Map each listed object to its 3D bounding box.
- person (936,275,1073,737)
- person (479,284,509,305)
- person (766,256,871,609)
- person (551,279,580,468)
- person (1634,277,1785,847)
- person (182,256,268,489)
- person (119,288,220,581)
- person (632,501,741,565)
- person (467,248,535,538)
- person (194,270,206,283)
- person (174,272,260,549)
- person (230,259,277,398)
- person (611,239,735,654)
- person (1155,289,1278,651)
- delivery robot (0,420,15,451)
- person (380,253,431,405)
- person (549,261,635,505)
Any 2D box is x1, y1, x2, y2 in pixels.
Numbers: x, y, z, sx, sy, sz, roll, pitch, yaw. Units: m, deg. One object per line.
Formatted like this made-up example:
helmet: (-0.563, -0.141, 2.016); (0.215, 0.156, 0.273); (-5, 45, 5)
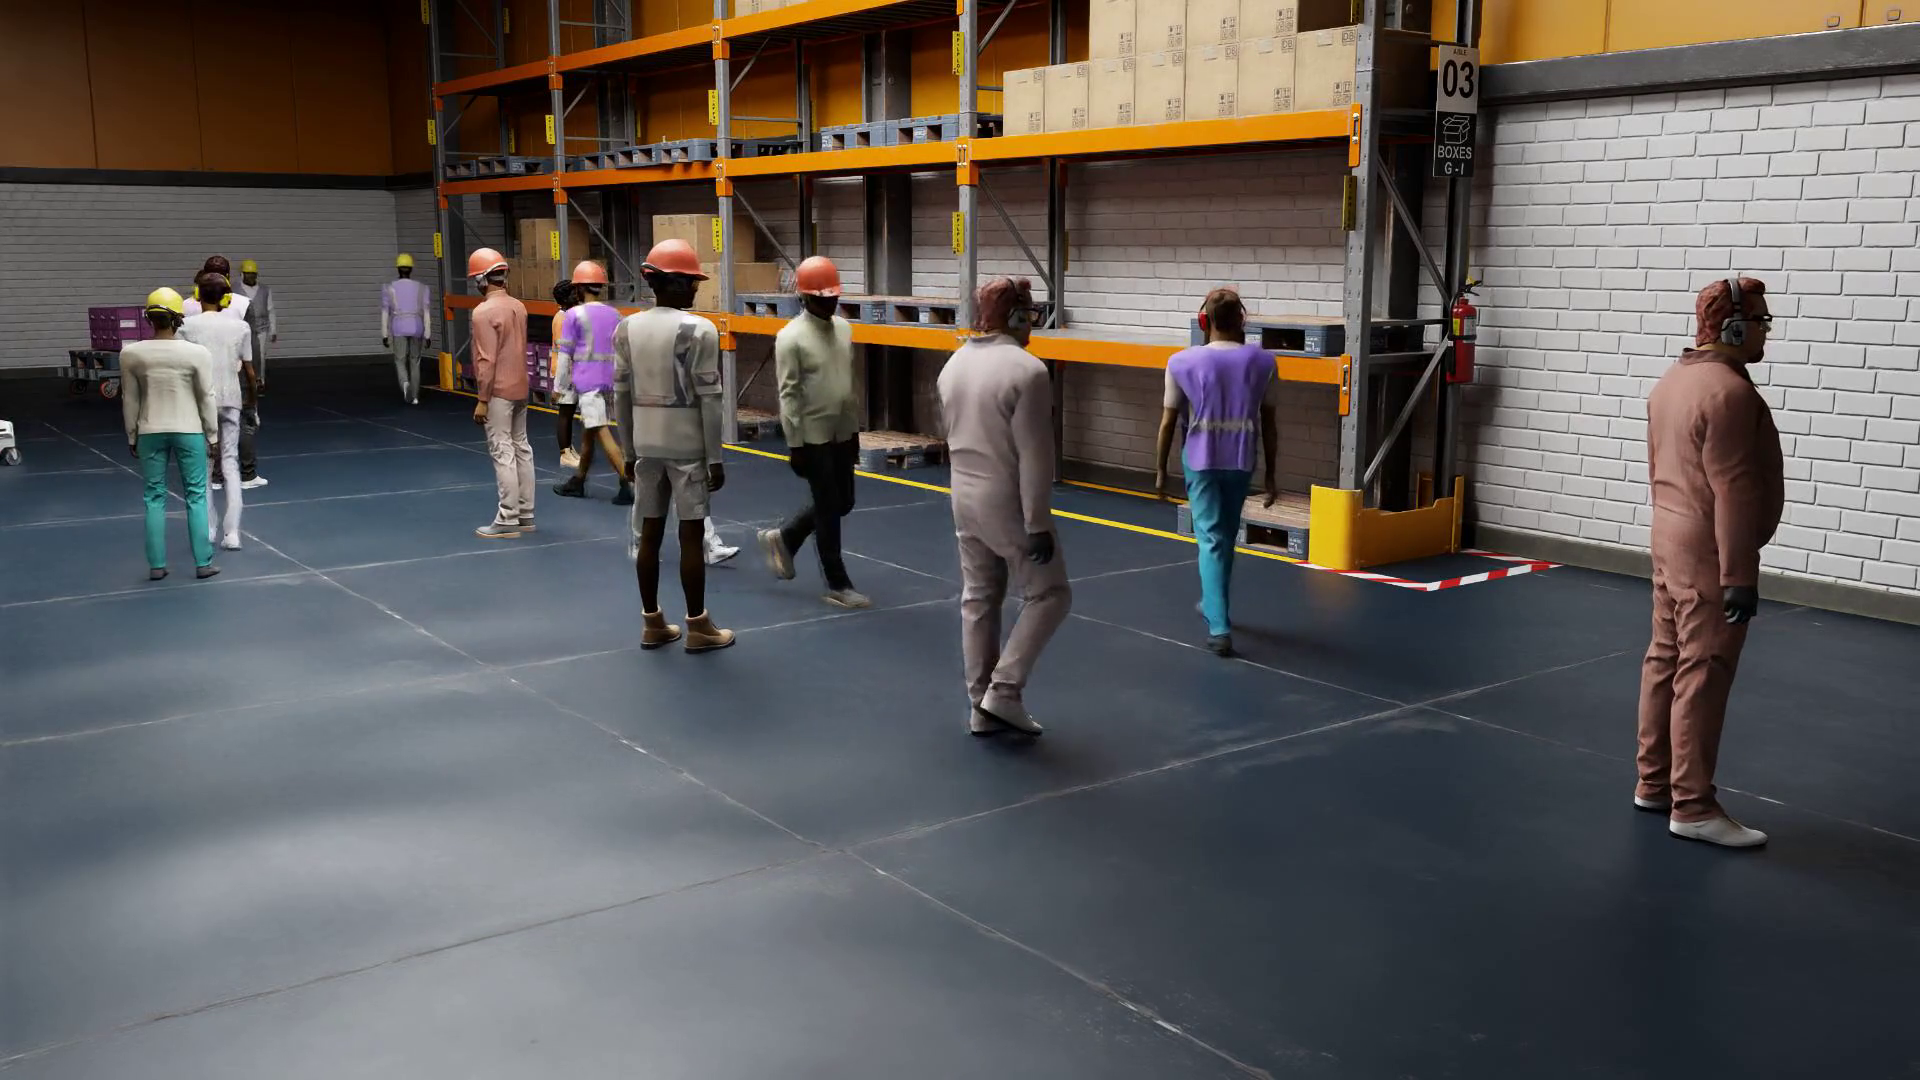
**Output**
person: (0.193, -0.117, 6.752); (0.429, 1.892, 0.678); (-7, 13, -36)
person: (-5.438, -2.278, 19.614); (0.284, 1.626, 0.492); (10, 14, 44)
person: (-0.856, -0.596, 9.272); (0.736, 1.951, 0.648); (7, 12, 34)
person: (-3.543, -1.505, 15.087); (0.318, 1.697, 0.534); (-1, 10, -6)
person: (2.576, 0.068, 5.682); (0.406, 1.911, 0.639); (0, 10, 2)
person: (-6.056, -1.369, 13.698); (0.593, 1.920, 0.392); (-1, 10, -5)
person: (-4.753, -0.634, 10.041); (0.529, 1.760, 0.342); (-2, 10, -13)
person: (-1.766, -0.607, 10.348); (0.848, 1.586, 0.510); (8, 13, 37)
person: (-3.180, -1.004, 11.467); (0.402, 1.985, 0.613); (2, 10, 13)
person: (-11.323, -3.238, 24.991); (0.269, 1.627, 0.501); (-5, 11, -25)
person: (-4.952, -0.860, 11.098); (0.533, 1.825, 0.704); (-6, 12, -29)
person: (-9.263, -2.761, 21.771); (0.621, 1.818, 0.427); (-7, 12, -33)
person: (-1.417, -0.456, 8.247); (0.609, 2.040, 0.394); (5, 11, 26)
person: (1.302, -0.370, 8.451); (0.584, 1.797, 0.965); (-1, 10, -5)
delivery robot: (-8.918, -0.990, 15.135); (0.707, 0.478, 0.477); (8, 13, 39)
person: (-6.861, -2.600, 20.642); (0.592, 1.906, 0.731); (-4, 11, -23)
person: (-2.838, -1.219, 12.977); (1.014, 1.893, 0.541); (6, 12, 32)
